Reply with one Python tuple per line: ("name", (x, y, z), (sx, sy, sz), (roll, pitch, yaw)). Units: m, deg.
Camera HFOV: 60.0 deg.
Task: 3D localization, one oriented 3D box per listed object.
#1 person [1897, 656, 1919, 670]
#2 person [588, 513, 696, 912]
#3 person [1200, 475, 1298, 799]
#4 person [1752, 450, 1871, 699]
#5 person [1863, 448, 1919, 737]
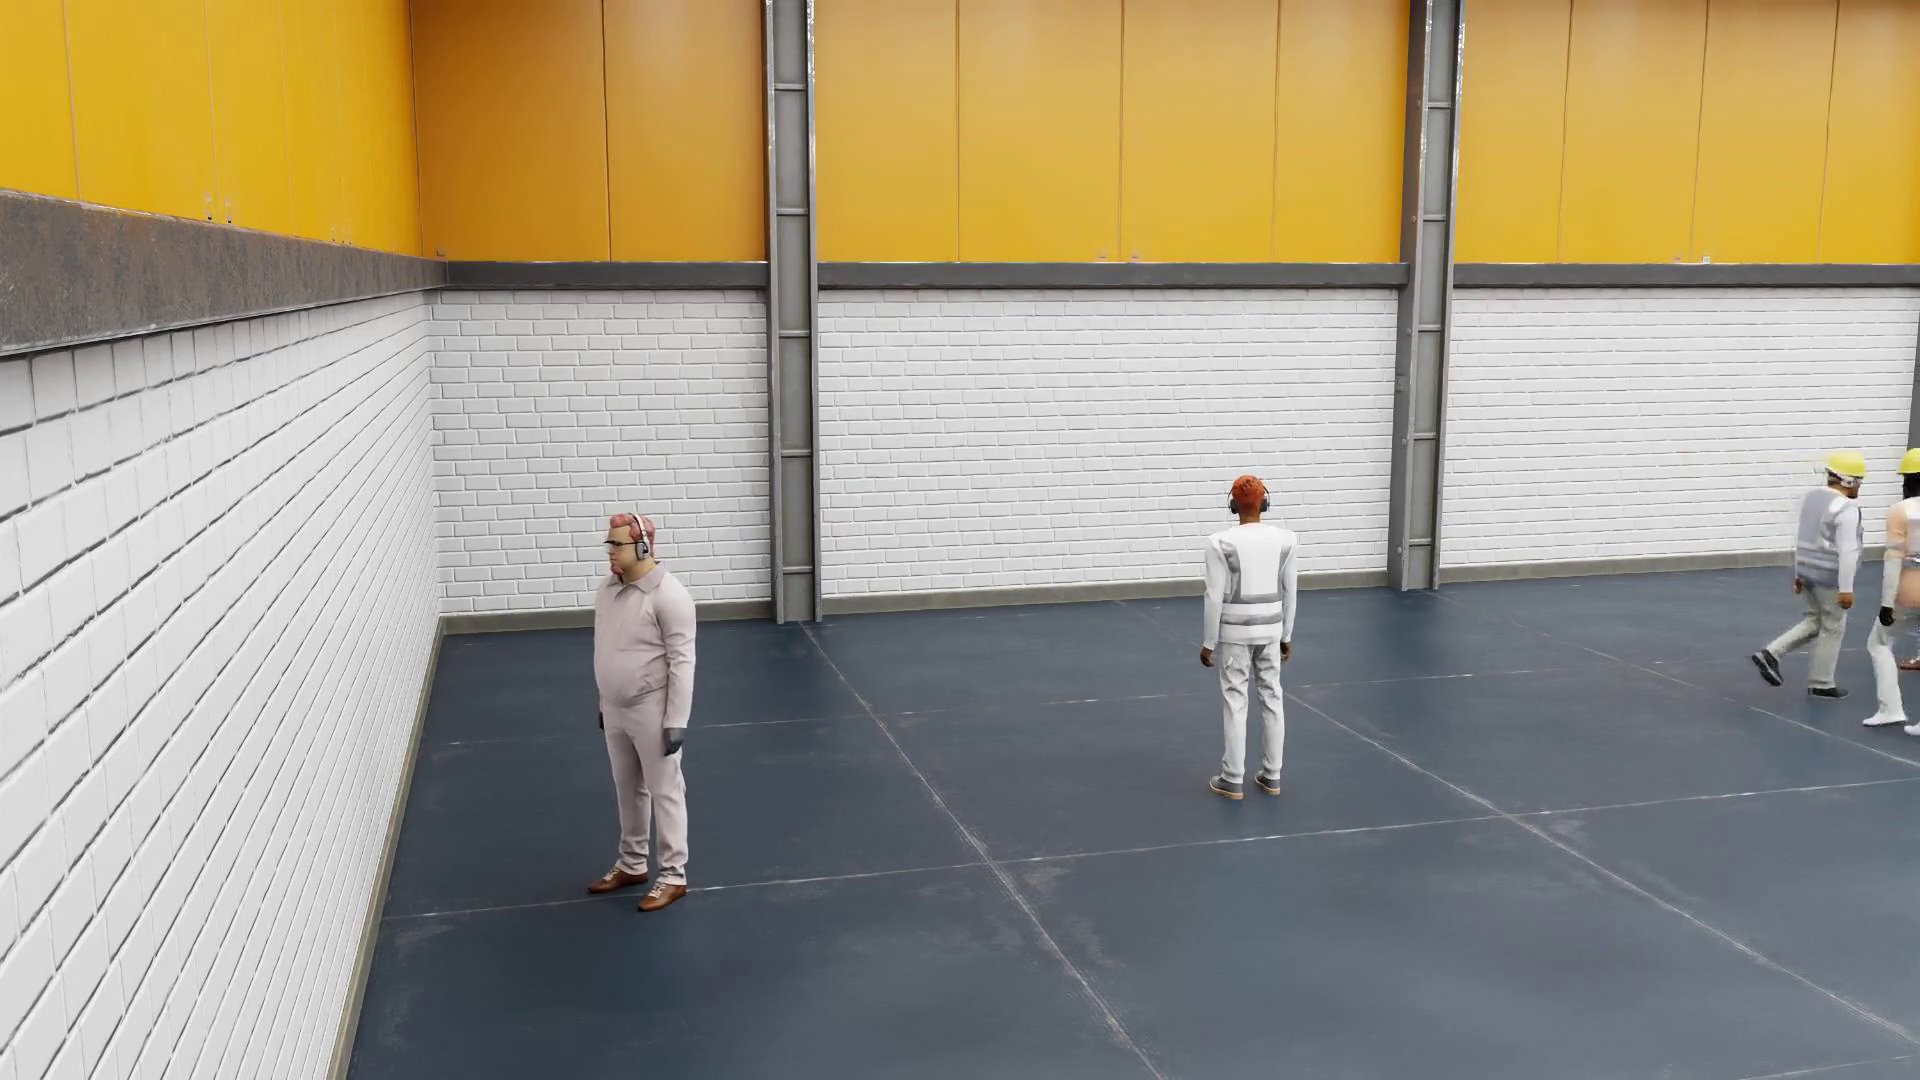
("person", (7.379, 0.098, 12.426), (0.399, 1.910, 0.643), (0, 9, -1))
("person", (-1.546, 0.813, 7.966), (0.642, 1.909, 0.397), (8, 12, 42))
("person", (1.665, 0.561, 9.615), (0.576, 1.883, 0.362), (-2, 9, -14))
("person", (6.077, 0.255, 11.795), (0.599, 1.804, 0.604), (-1, 9, -4))
("person", (6.245, 0.356, 10.842), (0.597, 1.896, 0.554), (-2, 9, -12))
